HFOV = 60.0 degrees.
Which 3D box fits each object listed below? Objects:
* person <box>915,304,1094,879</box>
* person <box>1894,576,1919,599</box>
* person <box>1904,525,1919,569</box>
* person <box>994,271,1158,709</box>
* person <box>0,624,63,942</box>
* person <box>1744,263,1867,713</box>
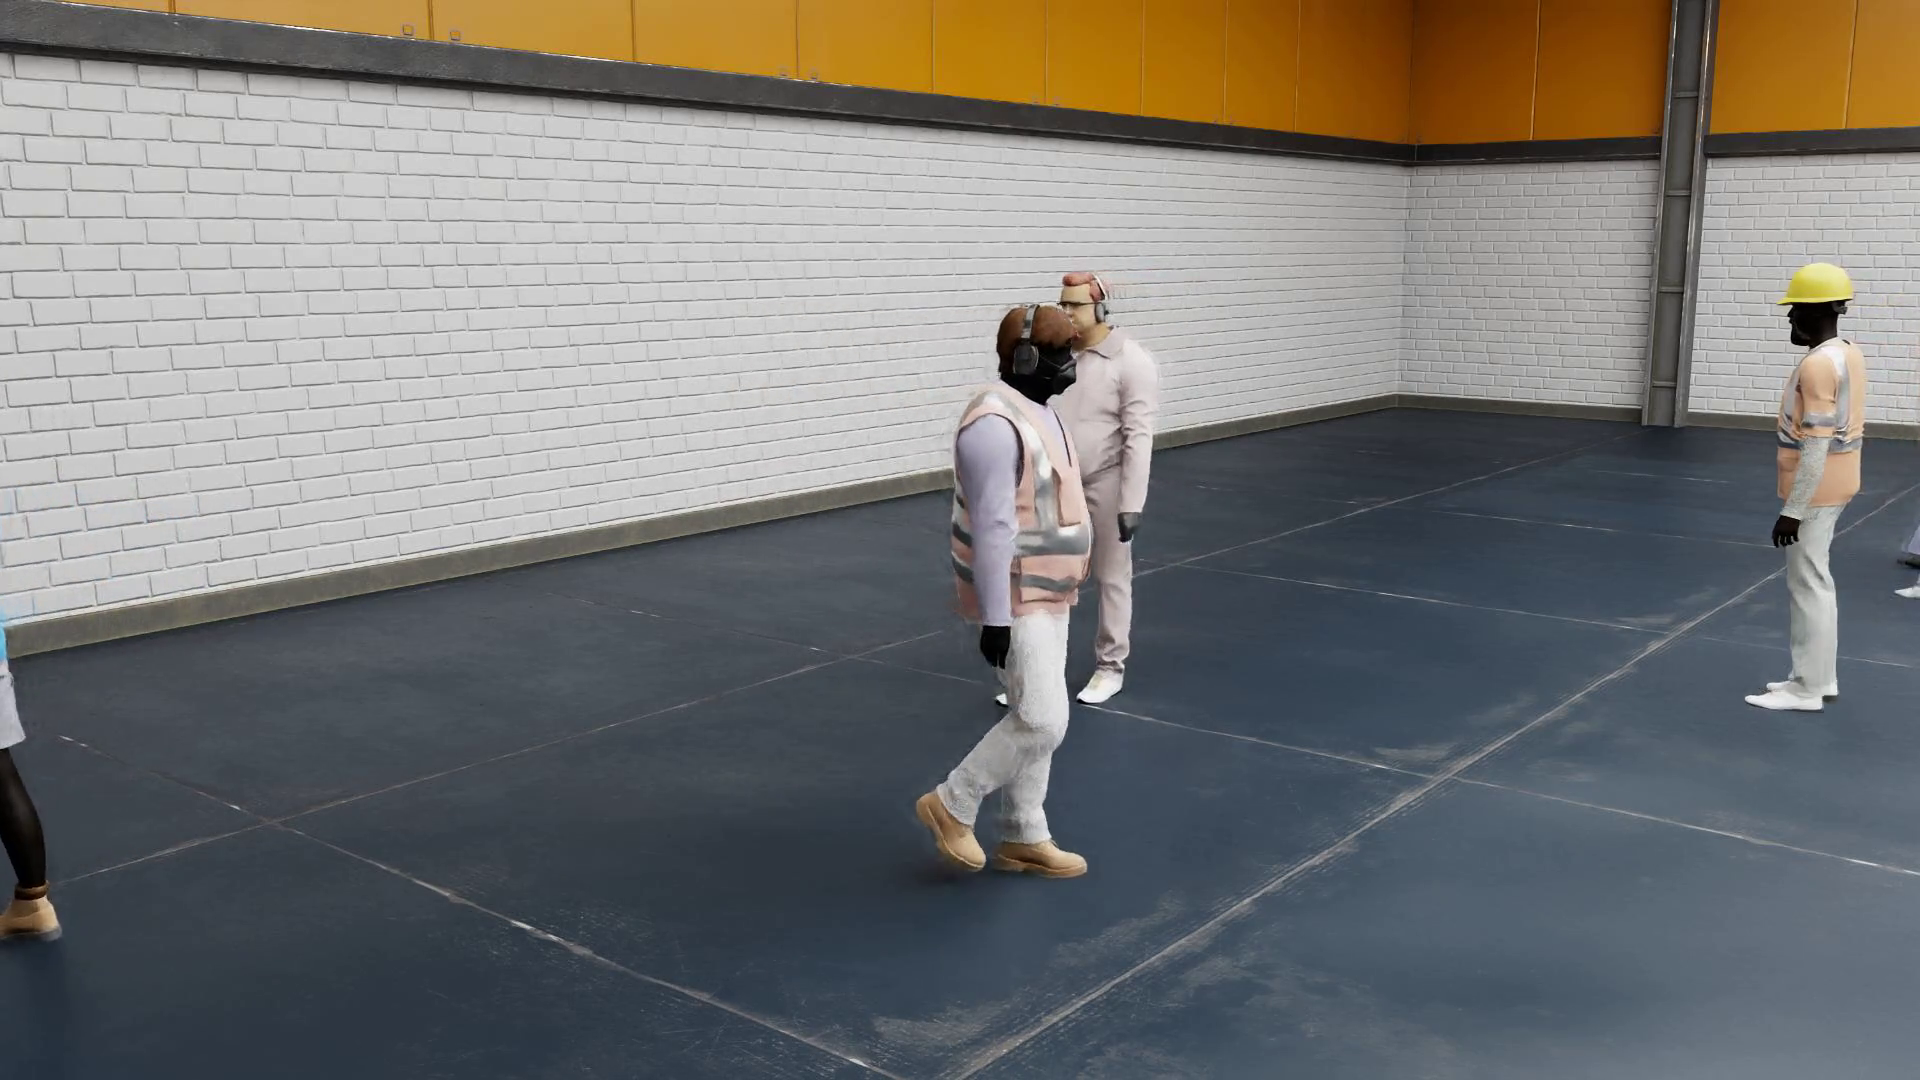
[{"bbox_3d":[0.185,0.185,5.192,0.460,1.828,0.647,3,11,18],"label":"person"},{"bbox_3d":[5.686,-0.392,9.072,0.506,1.602,0.844,-5,12,-28],"label":"person"},{"bbox_3d":[6.099,-0.599,9.826,0.528,1.716,0.898,-9,14,-42],"label":"person"},{"bbox_3d":[0.465,-0.188,7.091,0.673,1.881,0.785,8,13,37],"label":"person"},{"bbox_3d":[-2.995,0.353,4.714,0.816,1.665,0.550,2,10,11],"label":"person"},{"bbox_3d":[3.628,-0.211,7.134,0.389,1.929,0.636,8,13,36],"label":"person"}]
